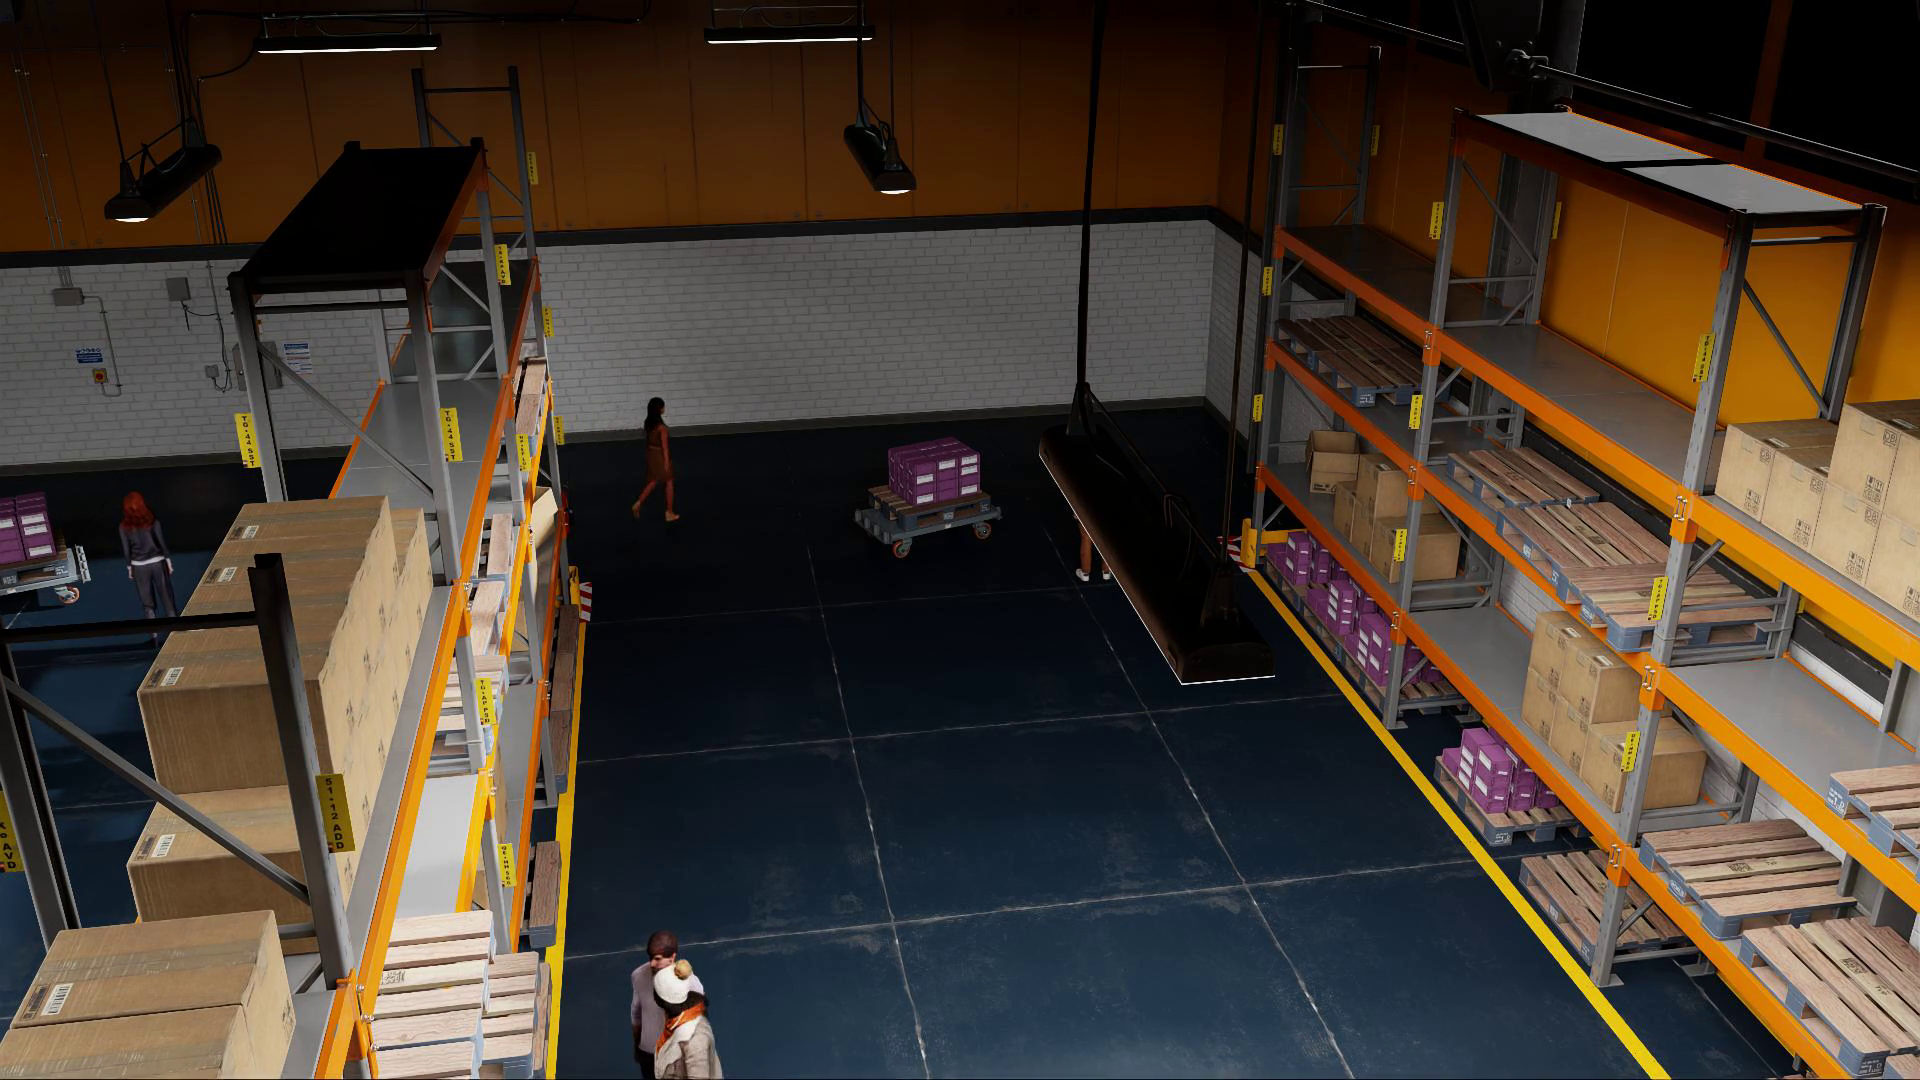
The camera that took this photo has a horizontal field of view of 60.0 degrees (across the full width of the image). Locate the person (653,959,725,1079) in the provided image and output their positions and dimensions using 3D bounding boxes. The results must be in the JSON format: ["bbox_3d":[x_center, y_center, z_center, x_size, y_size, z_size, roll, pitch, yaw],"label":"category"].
[{"bbox_3d":[-1.637,3.439,10.470,0.884,1.884,0.655,-11,26,-23],"label":"person"}]

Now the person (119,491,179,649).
[{"bbox_3d":[-8.649,0.310,17.755,0.615,1.782,0.551,-8,25,-18],"label":"person"}]

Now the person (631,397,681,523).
[{"bbox_3d":[-3.833,-0.961,20.804,0.928,1.669,0.943,20,31,38],"label":"person"}]

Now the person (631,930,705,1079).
[{"bbox_3d":[-1.882,3.307,10.825,0.737,1.843,0.725,8,25,18],"label":"person"}]
